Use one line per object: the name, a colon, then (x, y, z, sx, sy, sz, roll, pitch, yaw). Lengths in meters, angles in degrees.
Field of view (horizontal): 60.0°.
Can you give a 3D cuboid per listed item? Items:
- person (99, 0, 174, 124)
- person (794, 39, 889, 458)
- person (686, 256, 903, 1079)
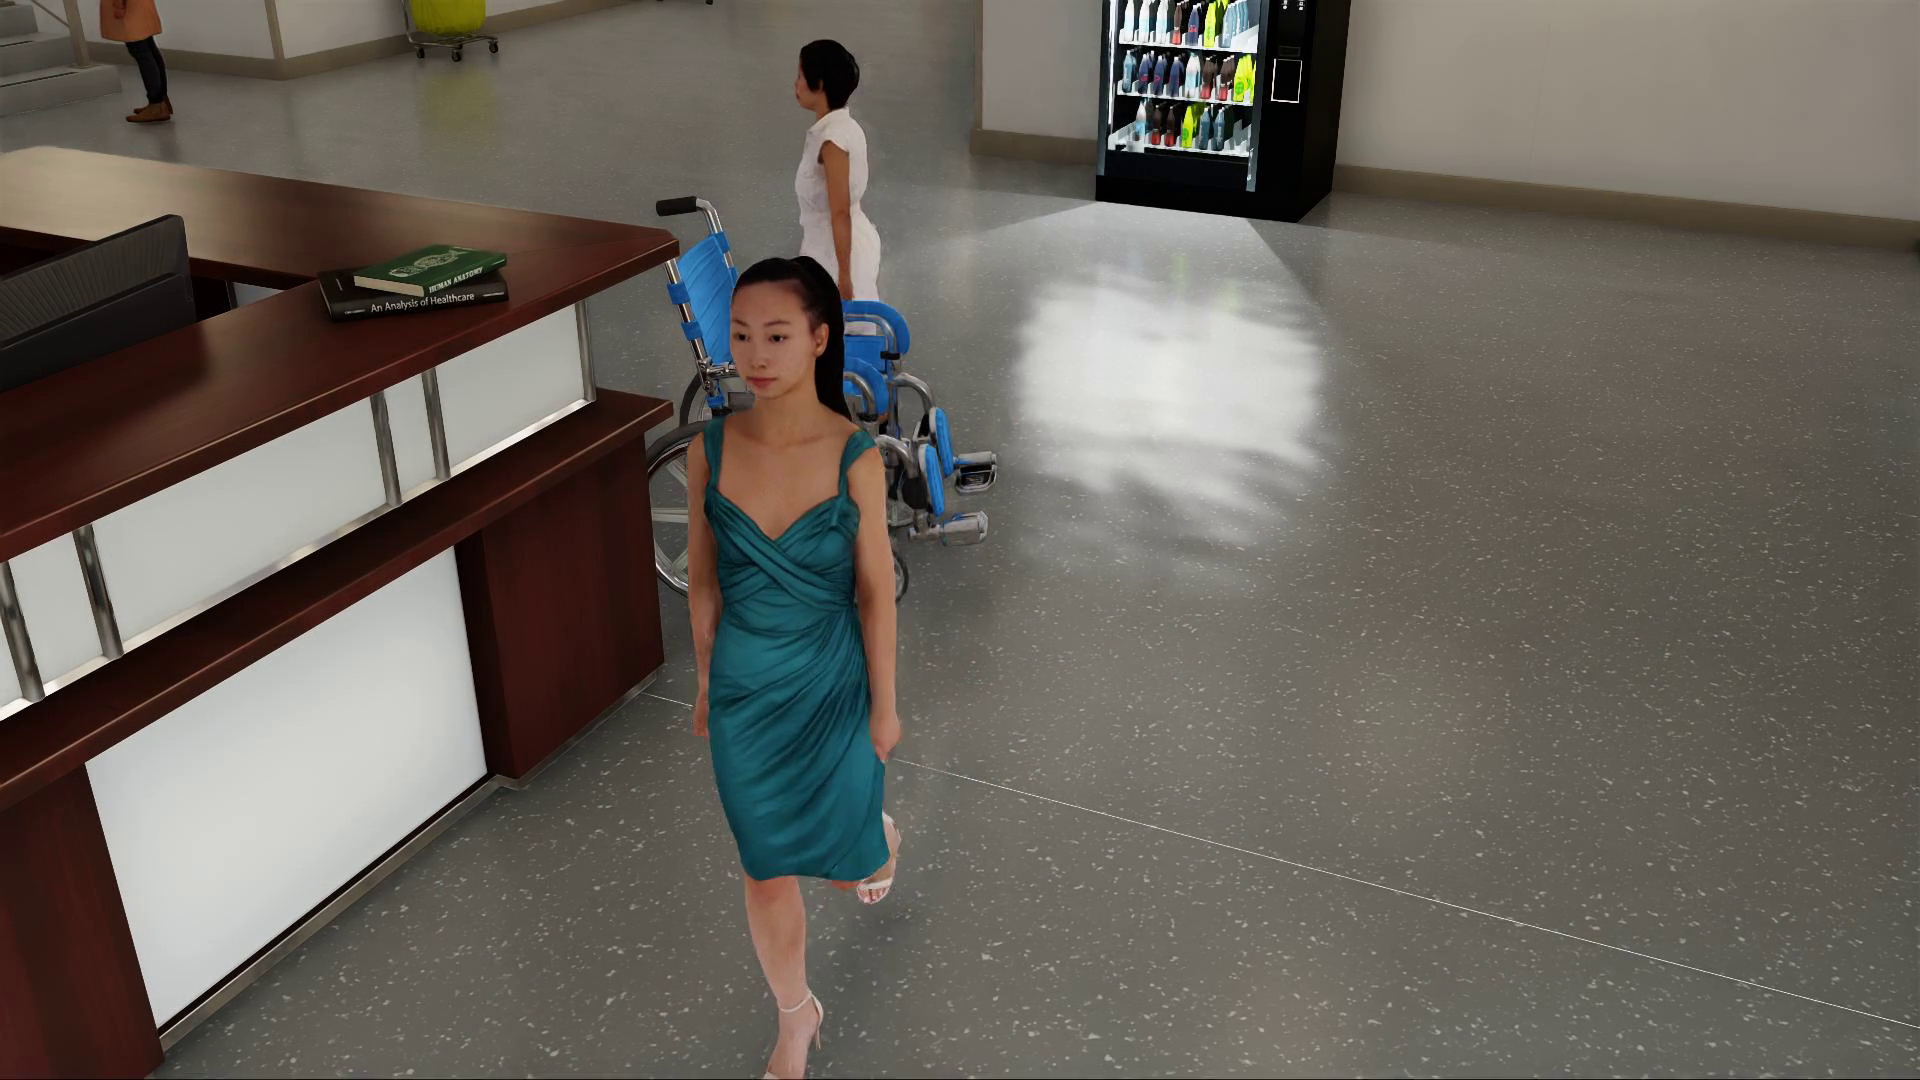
person: (-5.765, -3.797, 11.520, 0.813, 1.725, 0.770, -6, 26, -12)
person: (-0.353, -0.987, 5.958, 0.748, 1.537, 0.686, 2, 26, 4)
person: (-0.283, 0.281, 3.177, 0.803, 1.670, 0.700, 7, 27, 13)
